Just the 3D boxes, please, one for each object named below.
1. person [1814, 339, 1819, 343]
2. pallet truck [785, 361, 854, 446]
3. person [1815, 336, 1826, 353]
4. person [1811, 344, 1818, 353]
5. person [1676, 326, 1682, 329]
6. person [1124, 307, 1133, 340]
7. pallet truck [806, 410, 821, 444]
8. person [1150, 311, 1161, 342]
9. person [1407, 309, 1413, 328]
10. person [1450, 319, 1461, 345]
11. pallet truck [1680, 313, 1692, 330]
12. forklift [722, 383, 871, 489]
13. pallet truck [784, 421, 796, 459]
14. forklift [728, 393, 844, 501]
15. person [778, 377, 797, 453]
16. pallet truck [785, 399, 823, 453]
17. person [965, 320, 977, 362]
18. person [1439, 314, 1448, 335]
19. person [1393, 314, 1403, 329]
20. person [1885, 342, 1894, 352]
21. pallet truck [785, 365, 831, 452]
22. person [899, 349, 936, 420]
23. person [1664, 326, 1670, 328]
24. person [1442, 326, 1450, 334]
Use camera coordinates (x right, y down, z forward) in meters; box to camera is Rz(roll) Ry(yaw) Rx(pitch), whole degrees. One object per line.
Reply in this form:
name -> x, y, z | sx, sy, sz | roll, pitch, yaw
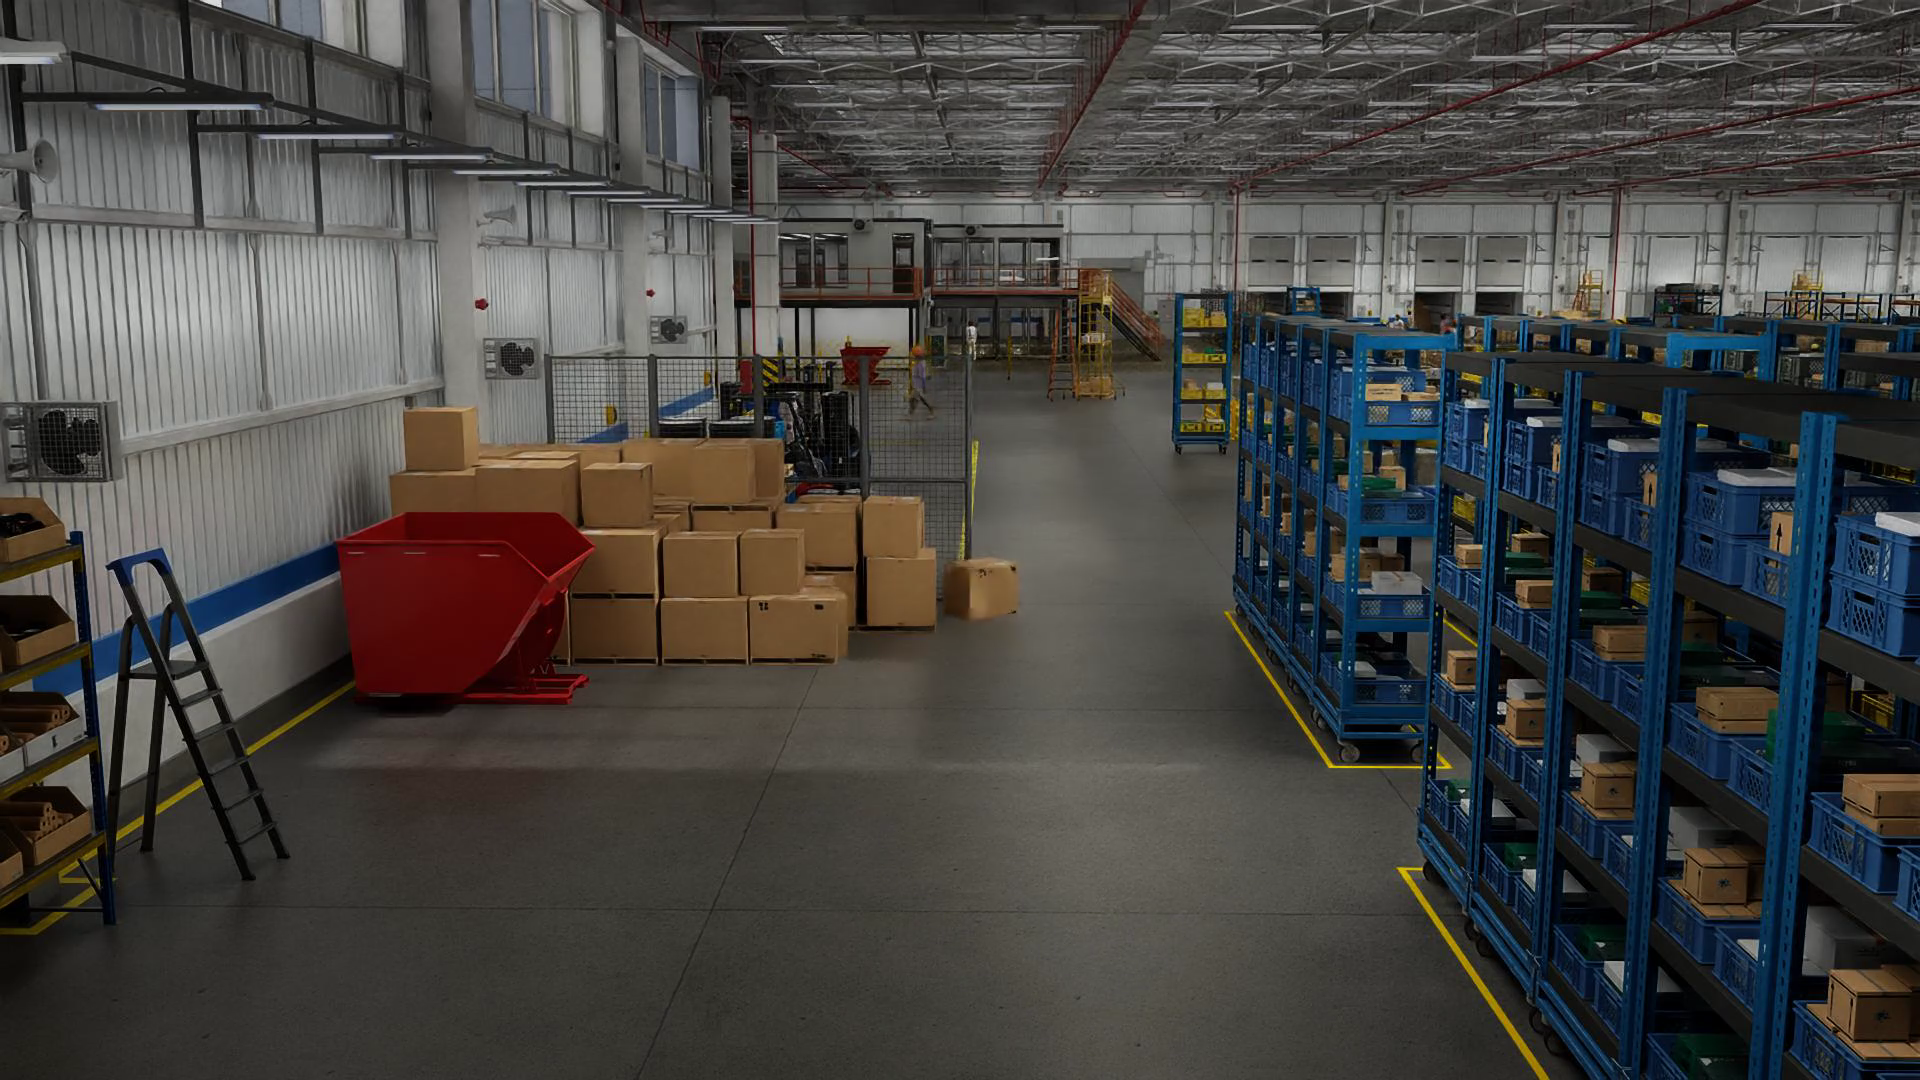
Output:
person -> 30.414, -6.270, 58.914 | 0.385, 1.675, 0.599 | 4, 10, 23
pallet truck -> -3.410, -3.193, 38.978 | 1.885, 1.965, 0.823 | 0, 9, -1
person -> 30.452, -6.372, 58.651 | 0.807, 1.969, 0.646 | 6, 11, 35
person -> 27.618, -5.479, 53.836 | 0.528, 1.753, 0.504 | 1, 9, 9
person -> 28.869, -7.755, 66.983 | 0.536, 2.000, 0.702 | 3, 10, 20
person -> 9.946, -12.747, 98.055 | 0.602, 1.950, 0.392 | -3, 10, -21
pallet truck -> -3.559, -2.018, 33.905 | 1.522, 1.261, 0.704 | 0, 9, -1
person -> 11.247, -12.324, 95.910 | 0.908, 1.816, 0.626 | -6, 11, -34
person -> 25.598, -12.178, 94.649 | 0.394, 1.921, 0.584 | 6, 11, 31
person -> 22.274, -8.952, 74.743 | 0.570, 1.917, 0.410 | -3, 10, -16
pallet truck -> 36.315, -10.531, 84.244 | 0.823, 1.965, 1.885 | -6, 11, -33
forklift -> -2.893, -1.687, 28.729 | 2.680, 1.987, 1.157 | 0, 9, -1
pallet truck -> -4.013, -1.793, 32.705 | 1.601, 1.201, 0.680 | 0, 9, 1
forklift -> -2.979, -1.316, 26.476 | 2.680, 1.987, 1.157 | 0, 9, 1
person -> -3.616, -2.499, 34.972 | 0.407, 1.910, 0.640 | -2, 9, -11
pallet truck -> -3.814, -2.432, 36.419 | 1.630, 1.274, 0.653 | 0, 9, 1
person -> 0.496, -8.947, 74.824 | 0.574, 1.883, 0.355 | -7, 11, -36
person -> 25.372, -10.976, 87.598 | 0.944, 1.797, 0.630 | -4, 10, -25
person -> 21.871, -10.313, 83.099 | 0.379, 1.933, 0.629 | -4, 10, -25
person -> 32.813, -6.323, 58.376 | 0.612, 1.965, 0.362 | 6, 11, 32
pallet truck -> -3.774, -2.976, 37.635 | 1.885, 1.965, 0.823 | 1, 9, 5
person -> -1.132, -4.242, 45.513 | 1.072, 1.999, 0.622 | -2, 10, -15
person -> 29.343, -7.992, 69.158 | 0.995, 1.822, 0.544 | -8, 12, -41
person -> 19.545, -7.624, 66.639 | 0.981, 1.905, 0.546 | -3, 10, -15
